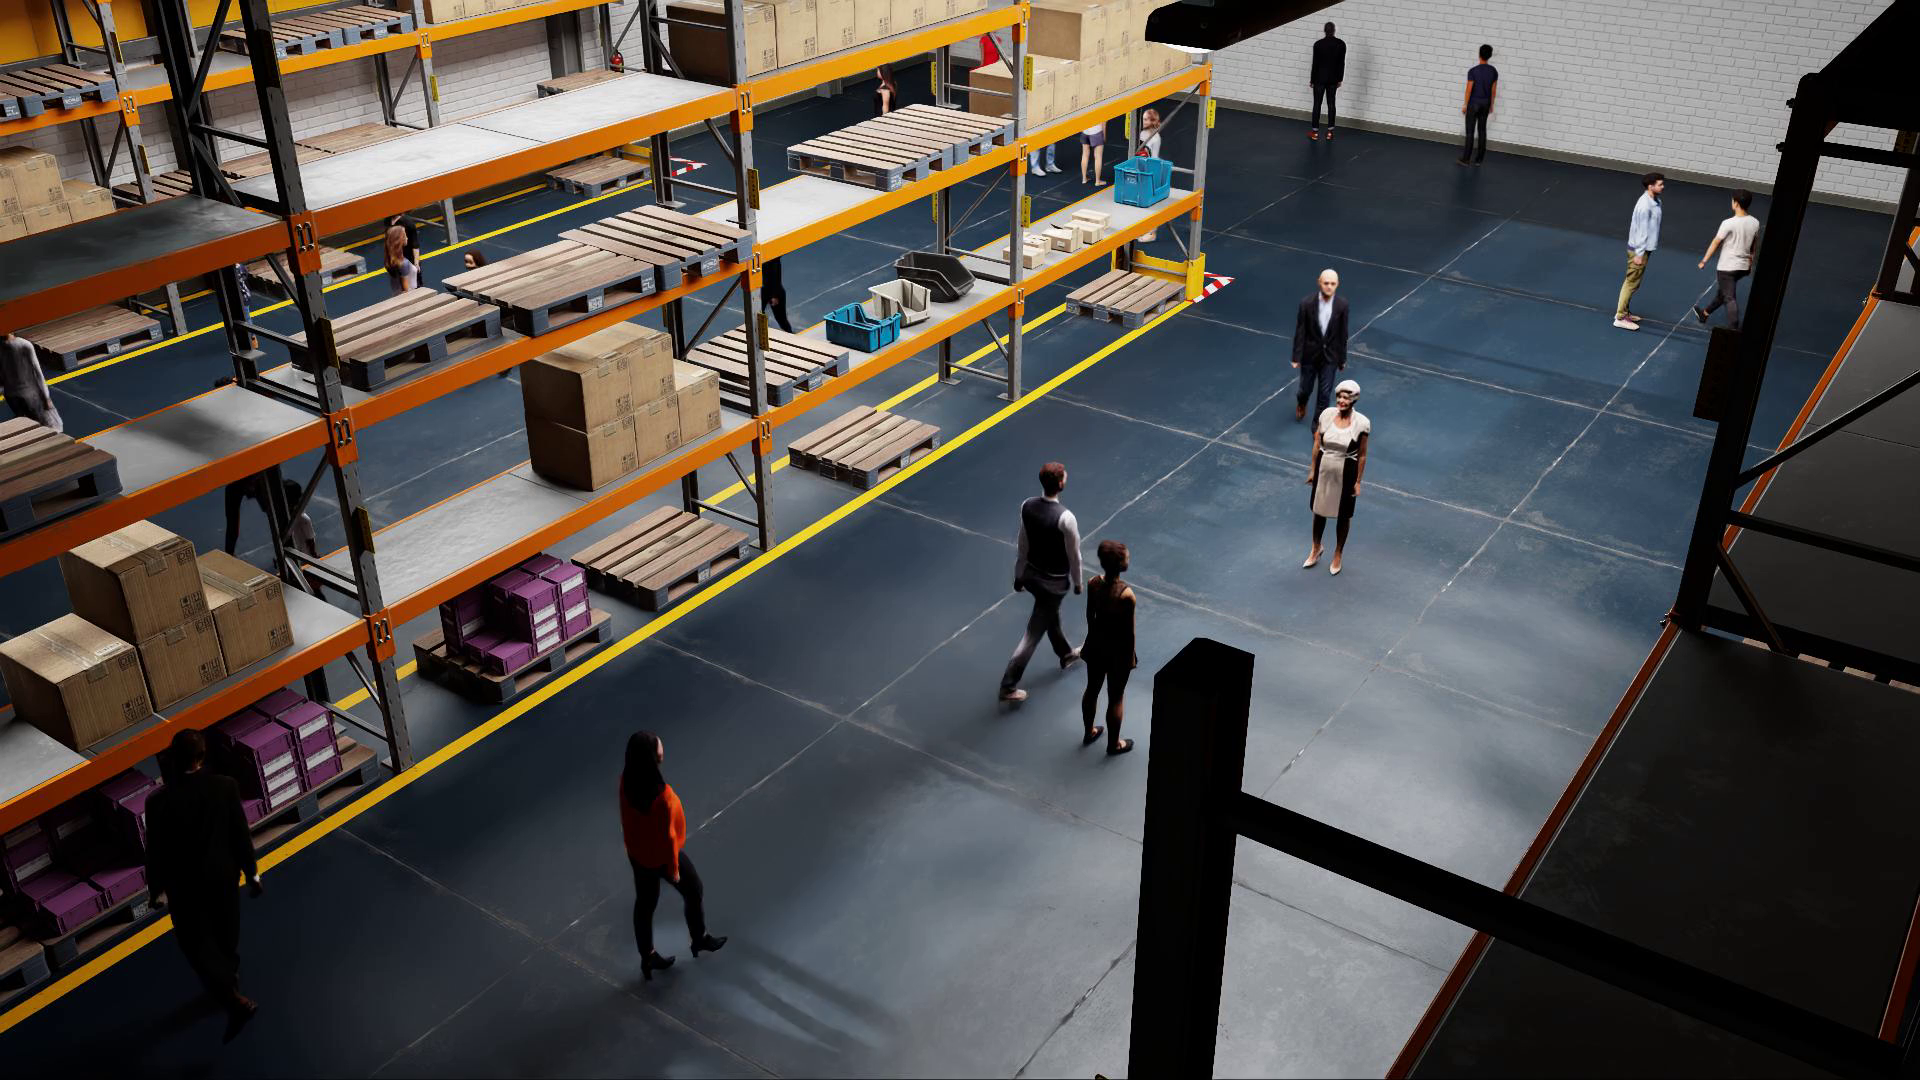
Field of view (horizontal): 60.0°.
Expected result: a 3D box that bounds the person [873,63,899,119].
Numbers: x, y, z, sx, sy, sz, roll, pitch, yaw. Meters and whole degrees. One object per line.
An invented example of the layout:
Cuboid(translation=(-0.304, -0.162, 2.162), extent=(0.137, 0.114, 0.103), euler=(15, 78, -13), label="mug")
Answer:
Cuboid(translation=(-1.049, -6.173, 24.516), extent=(0.799, 1.717, 0.679), euler=(5, 29, 10), label="person")

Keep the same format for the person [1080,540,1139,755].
Cuboid(translation=(1.059, 0.753, 11.861), extent=(0.603, 1.677, 0.595), euler=(24, 37, 37), label="person")

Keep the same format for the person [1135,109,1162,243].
Cuboid(translation=(2.559, -4.792, 21.920), extent=(0.849, 1.779, 0.780), euler=(-14, 31, -23), label="person")

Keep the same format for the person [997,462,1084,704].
Cuboid(translation=(0.575, 0.356, 12.361), extent=(1.327, 1.896, 0.894), euler=(-23, 36, -36), label="person")

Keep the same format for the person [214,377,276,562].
Cuboid(translation=(-5.975, -0.561, 14.164), extent=(0.652, 1.778, 0.992), euler=(18, 33, 29), label="person")

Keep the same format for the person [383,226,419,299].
Cuboid(translation=(-6.017, -2.487, 17.791), extent=(1.147, 1.687, 0.833), euler=(-21, 35, -33), label="person")

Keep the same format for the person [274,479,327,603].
Cuboid(translation=(-5.353, 0.056, 13.591), extent=(0.569, 1.243, 0.775), euler=(13, 31, 22), label="person")

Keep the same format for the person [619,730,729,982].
Cuboid(translation=(-1.841, 1.888, 9.723), extent=(0.682, 1.732, 0.817), euler=(24, 37, 37), label="person")

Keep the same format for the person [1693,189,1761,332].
Cuboid(translation=(8.835, -3.081, 18.889), extent=(1.106, 1.677, 1.095), euler=(-11, 31, -20), label="person")

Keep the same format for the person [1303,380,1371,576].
Cuboid(translation=(3.209, -0.544, 14.157), extent=(0.637, 1.756, 0.524), euler=(17, 33, 28), label="person")

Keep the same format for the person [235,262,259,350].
Cuboid(translation=(-8.129, -2.769, 18.763), extent=(0.636, 1.251, 0.587), euler=(-9, 30, -16), label="person")

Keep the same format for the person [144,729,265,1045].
Cuboid(translation=(-4.269, 1.961, 9.439), extent=(1.135, 1.876, 1.044), euler=(-24, 37, -37), label="person")

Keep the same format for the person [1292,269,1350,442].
Cuboid(translation=(3.571, -1.855, 16.530), extent=(0.971, 1.783, 1.119), euler=(3, 29, 5), label="person")

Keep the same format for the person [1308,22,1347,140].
Cuboid(translation=(5.839, -7.335, 26.543), extent=(0.785, 1.817, 0.820), euler=(-2, 29, -4), label="person")

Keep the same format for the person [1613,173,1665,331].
Cuboid(translation=(7.873, -3.367, 19.273), extent=(0.771, 1.812, 0.559), euler=(13, 31, 22), label="person")

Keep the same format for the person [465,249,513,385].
Cuboid(translation=(-5.084, -2.423, 17.936), extent=(0.720, 1.435, 1.014), euler=(12, 31, 20), label="person")

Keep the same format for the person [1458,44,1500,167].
Cuboid(translation=(7.861, -6.588, 25.200), extent=(0.710, 1.790, 0.756), euler=(-3, 29, -6), label="person")

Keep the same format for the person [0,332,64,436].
Cuboid(translation=(-8.757, -1.302, 15.539), extent=(0.807, 1.762, 0.911), euler=(2, 29, 3), label="person")
